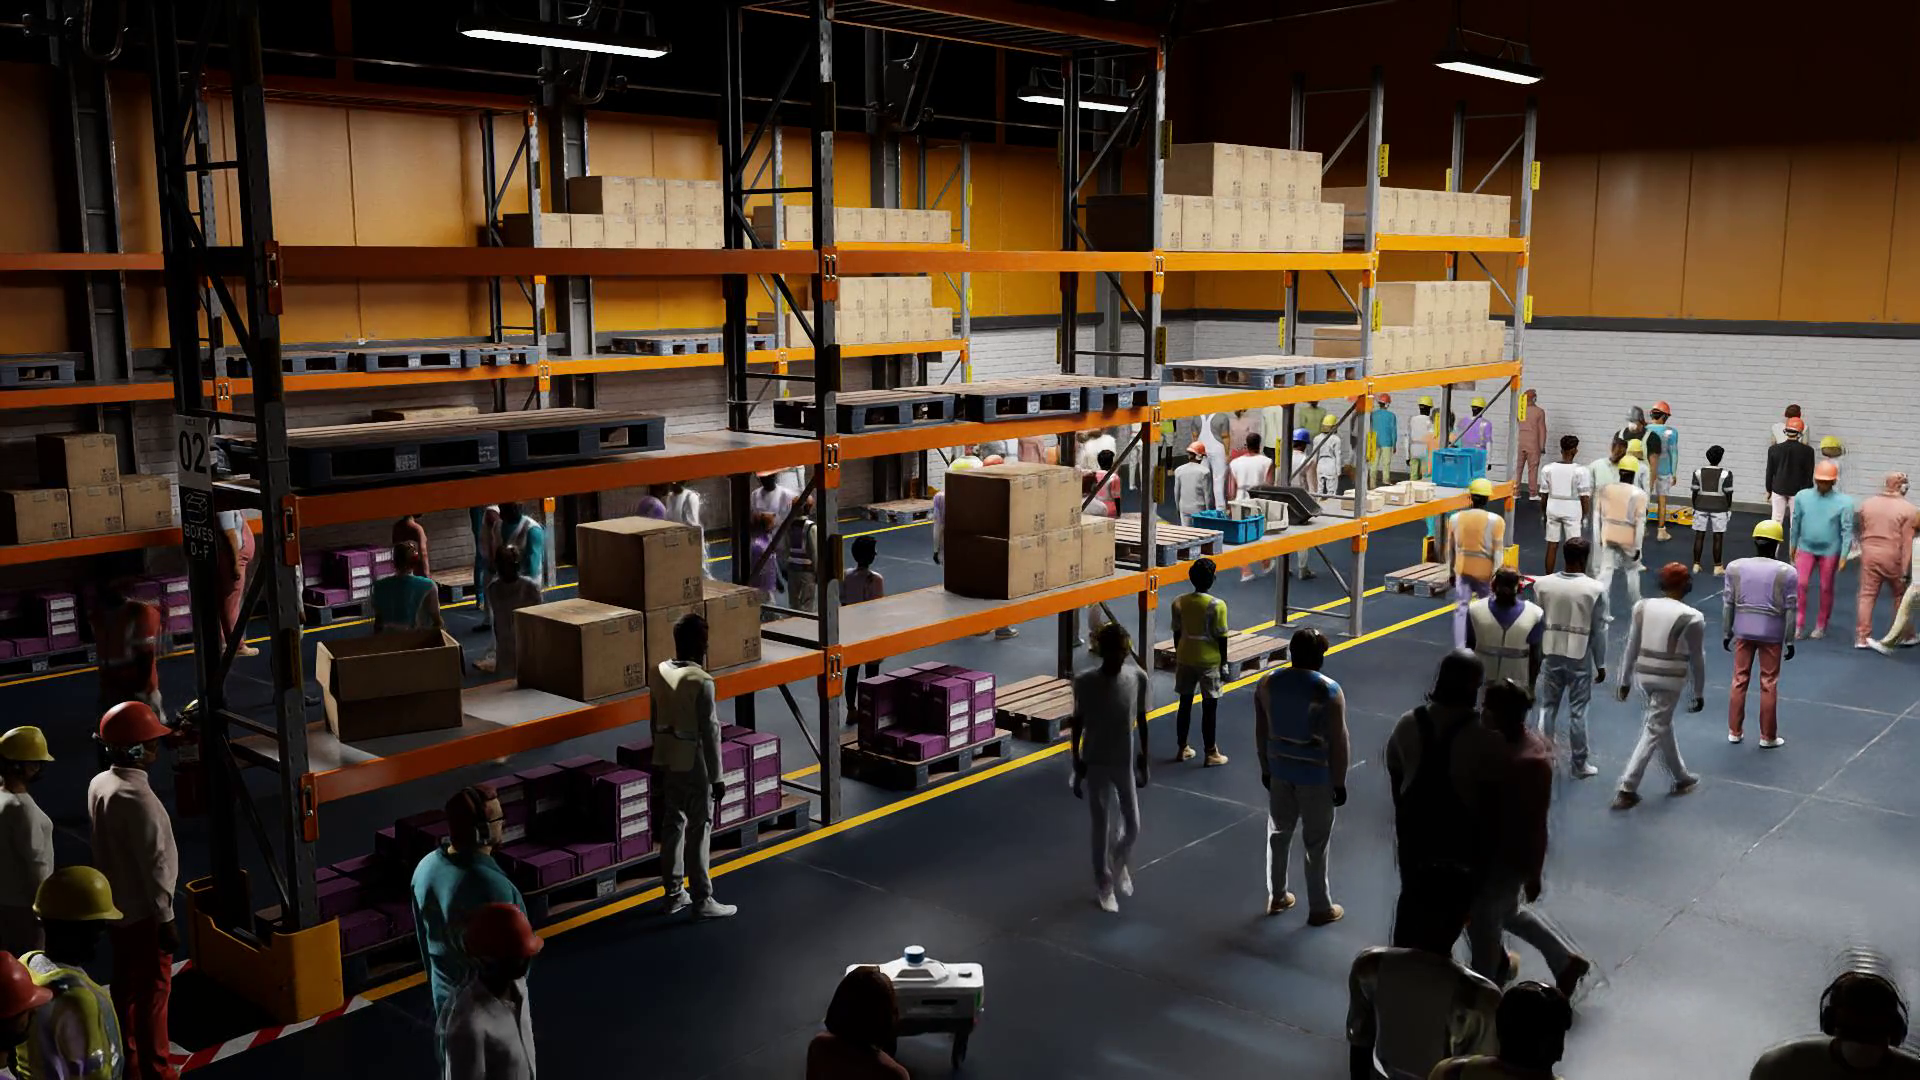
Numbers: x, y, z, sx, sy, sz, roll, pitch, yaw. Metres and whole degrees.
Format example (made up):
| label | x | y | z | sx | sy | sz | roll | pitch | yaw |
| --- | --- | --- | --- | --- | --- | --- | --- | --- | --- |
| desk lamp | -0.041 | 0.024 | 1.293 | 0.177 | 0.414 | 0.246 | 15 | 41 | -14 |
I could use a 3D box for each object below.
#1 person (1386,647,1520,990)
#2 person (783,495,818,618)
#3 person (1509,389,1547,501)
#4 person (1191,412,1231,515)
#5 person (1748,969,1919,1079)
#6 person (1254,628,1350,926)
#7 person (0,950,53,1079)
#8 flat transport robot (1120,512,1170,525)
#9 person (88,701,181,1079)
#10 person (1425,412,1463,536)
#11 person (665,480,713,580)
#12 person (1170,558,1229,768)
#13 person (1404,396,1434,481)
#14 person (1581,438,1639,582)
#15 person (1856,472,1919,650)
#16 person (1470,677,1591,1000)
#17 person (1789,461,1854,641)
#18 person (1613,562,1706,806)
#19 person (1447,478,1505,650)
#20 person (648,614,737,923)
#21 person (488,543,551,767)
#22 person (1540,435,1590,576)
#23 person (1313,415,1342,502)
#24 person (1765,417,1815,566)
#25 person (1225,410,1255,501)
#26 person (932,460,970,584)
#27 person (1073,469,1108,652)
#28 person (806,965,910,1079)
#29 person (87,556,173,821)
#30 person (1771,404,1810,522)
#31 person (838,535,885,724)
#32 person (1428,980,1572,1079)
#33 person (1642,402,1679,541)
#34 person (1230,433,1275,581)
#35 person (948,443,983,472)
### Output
| label | x | y | z | sx | sy | sz | roll | pitch | yaw |
| --- | --- | --- | --- | --- | --- | --- | --- | --- | --- |
| person | 2.693 | 1.544 | 9.068 | 0.709 | 2.000 | 1.046 | 9 | 13 | 42 |
| person | -1.654 | 0.331 | 17.501 | 0.514 | 1.642 | 0.310 | 8 | 13 | 41 |
| person | 9.690 | -1.621 | 28.360 | 0.639 | 1.911 | 0.406 | 8 | 13 | 41 |
| person | 4.092 | -1.419 | 26.756 | 0.674 | 2.000 | 0.535 | 8 | 13 | 41 |
| person | 2.848 | 2.248 | 5.342 | 0.640 | 1.895 | 1.044 | 4 | 10 | 21 |
| person | 2.122 | 1.447 | 10.260 | 0.621 | 1.837 | 0.429 | 8 | 13 | 41 |
| person | -3.003 | 2.232 | 5.263 | 0.542 | 1.939 | 0.361 | 8 | 13 | 41 |
| flat transport robot | 2.697 | -0.231 | 24.937 | 0.652 | 0.197 | 1.431 | -1 | 10 | -6 |
| person | -3.922 | 1.749 | 7.978 | 0.611 | 1.996 | 0.378 | 8 | 13 | 41 |
| person | 7.150 | -0.954 | 24.490 | 0.592 | 1.875 | 0.929 | 8 | 12 | 39 |
| person | -3.052 | 0.062 | 18.584 | 0.592 | 1.836 | 1.027 | 7 | 12 | 37 |
| person | 1.943 | 0.984 | 13.430 | 0.531 | 1.698 | 0.320 | 8 | 13 | 41 |
| person | 7.441 | -1.357 | 26.756 | 0.585 | 1.917 | 0.382 | 8 | 13 | 41 |
| person | 8.146 | -0.339 | 20.805 | 0.629 | 1.870 | 0.878 | 1 | 10 | 7 |
| person | 9.828 | 0.217 | 17.502 | 0.910 | 1.864 | 0.644 | -5 | 11 | -29 |
| person | 2.982 | 1.653 | 8.853 | 0.872 | 1.909 | 0.640 | -1 | 10 | -6 |
| person | 9.156 | 0.127 | 17.758 | 0.652 | 1.952 | 0.890 | 8 | 13 | 41 |
| person | 5.277 | 1.078 | 12.496 | 0.986 | 1.827 | 0.590 | -5 | 11 | -28 |
| person | 5.261 | 0.311 | 16.866 | 0.617 | 1.882 | 0.959 | 7 | 12 | 37 |
| person | -1.684 | 1.405 | 10.278 | 0.587 | 1.913 | 0.391 | 8 | 13 | 41 |
| person | -3.592 | 0.891 | 13.676 | 0.517 | 1.814 | 0.873 | 2 | 10 | 13 |
| person | 7.401 | -0.308 | 20.352 | 0.603 | 1.963 | 0.366 | 8 | 13 | 41 |
| person | 5.621 | -1.045 | 25.411 | 0.484 | 1.745 | 0.297 | 8 | 13 | 41 |
| person | 11.134 | -0.653 | 22.318 | 0.611 | 1.996 | 0.378 | 8 | 13 | 41 |
| person | 4.808 | -1.543 | 28.452 | 0.535 | 1.723 | 0.901 | 5 | 11 | 26 |
| person | -0.017 | 0.035 | 18.614 | 0.589 | 1.867 | 1.031 | -1 | 10 | -6 |
| person | 1.337 | 0.209 | 17.433 | 0.639 | 1.911 | 0.406 | 8 | 13 | 41 |
| person | -0.329 | 2.284 | 5.861 | 0.498 | 1.634 | 0.279 | 8 | 13 | 41 |
| person | -6.153 | 1.045 | 12.402 | 0.598 | 1.934 | 0.950 | 2 | 10 | 12 |
| person | 12.972 | -1.202 | 26.036 | 0.563 | 1.848 | 0.389 | 8 | 13 | 41 |
| person | -0.833 | 0.799 | 14.534 | 0.531 | 1.698 | 0.320 | 8 | 13 | 41 |
| person | 1.776 | 2.282 | 5.277 | 0.621 | 1.837 | 0.429 | 8 | 13 | 41 |
| person | 10.179 | -1.003 | 24.301 | 0.605 | 2.033 | 0.392 | 8 | 13 | 41 |
| person | 3.807 | -0.445 | 21.452 | 0.611 | 1.865 | 0.983 | 5 | 11 | 25 |
| person | 0.162 | -0.341 | 20.742 | 0.639 | 1.902 | 0.406 | 8 | 13 | 41 |
